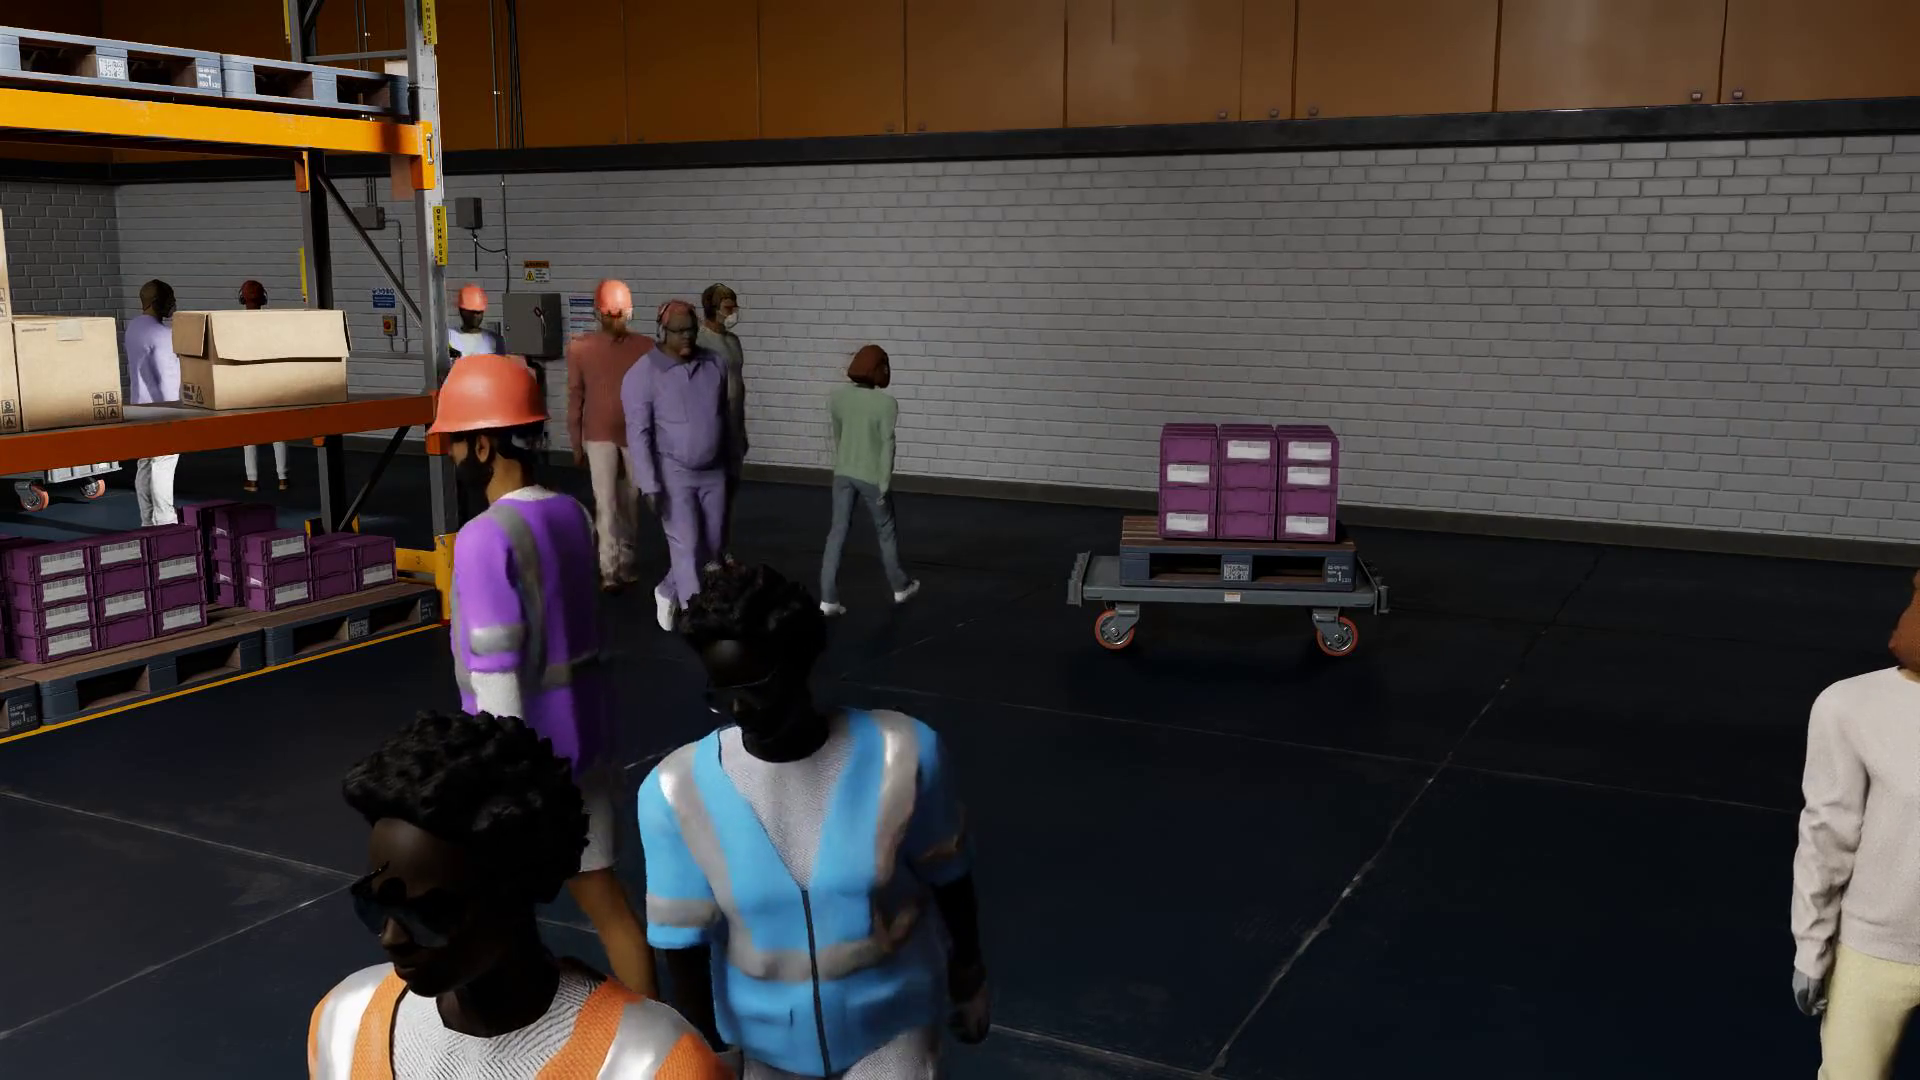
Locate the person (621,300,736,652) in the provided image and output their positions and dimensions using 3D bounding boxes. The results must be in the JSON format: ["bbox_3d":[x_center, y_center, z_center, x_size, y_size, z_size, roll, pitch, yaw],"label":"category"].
[{"bbox_3d":[-1.471,-0.334,8.907,0.720,1.871,0.889,-9,13,-41],"label":"person"}]

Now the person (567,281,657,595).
[{"bbox_3d":[-2.113,-0.634,10.426,0.643,1.935,0.997,-3,10,-17],"label":"person"}]

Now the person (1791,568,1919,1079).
[{"bbox_3d":[1.815,0.792,3.104,0.492,1.625,0.284,3,10,19],"label":"person"}]

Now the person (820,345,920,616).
[{"bbox_3d":[-0.568,-0.359,9.867,0.507,1.582,0.850,5,11,28],"label":"person"}]

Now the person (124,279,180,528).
[{"bbox_3d":[-5.933,-0.954,12.319,0.626,1.933,0.357,9,13,41],"label":"person"}]

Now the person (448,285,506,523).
[{"bbox_3d":[-3.776,-1.020,12.837,0.558,1.896,0.991,-4,10,-20],"label":"person"}]

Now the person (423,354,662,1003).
[{"bbox_3d":[-1.117,0.495,4.052,0.996,1.879,0.575,3,10,17],"label":"person"}]

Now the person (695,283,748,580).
[{"bbox_3d":[-1.550,-0.672,10.678,0.379,1.936,0.637,3,10,15],"label":"person"}]

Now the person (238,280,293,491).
[{"bbox_3d":[-6.274,-1.376,14.895,0.584,1.882,0.337,-5,11,-27],"label":"person"}]

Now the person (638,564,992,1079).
[{"bbox_3d":[-0.231,0.836,2.781,0.562,1.638,0.744,0,10,0],"label":"person"}]

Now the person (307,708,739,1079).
[{"bbox_3d":[-0.460,0.991,1.766,0.535,1.688,0.321,4,11,23],"label":"person"}]
